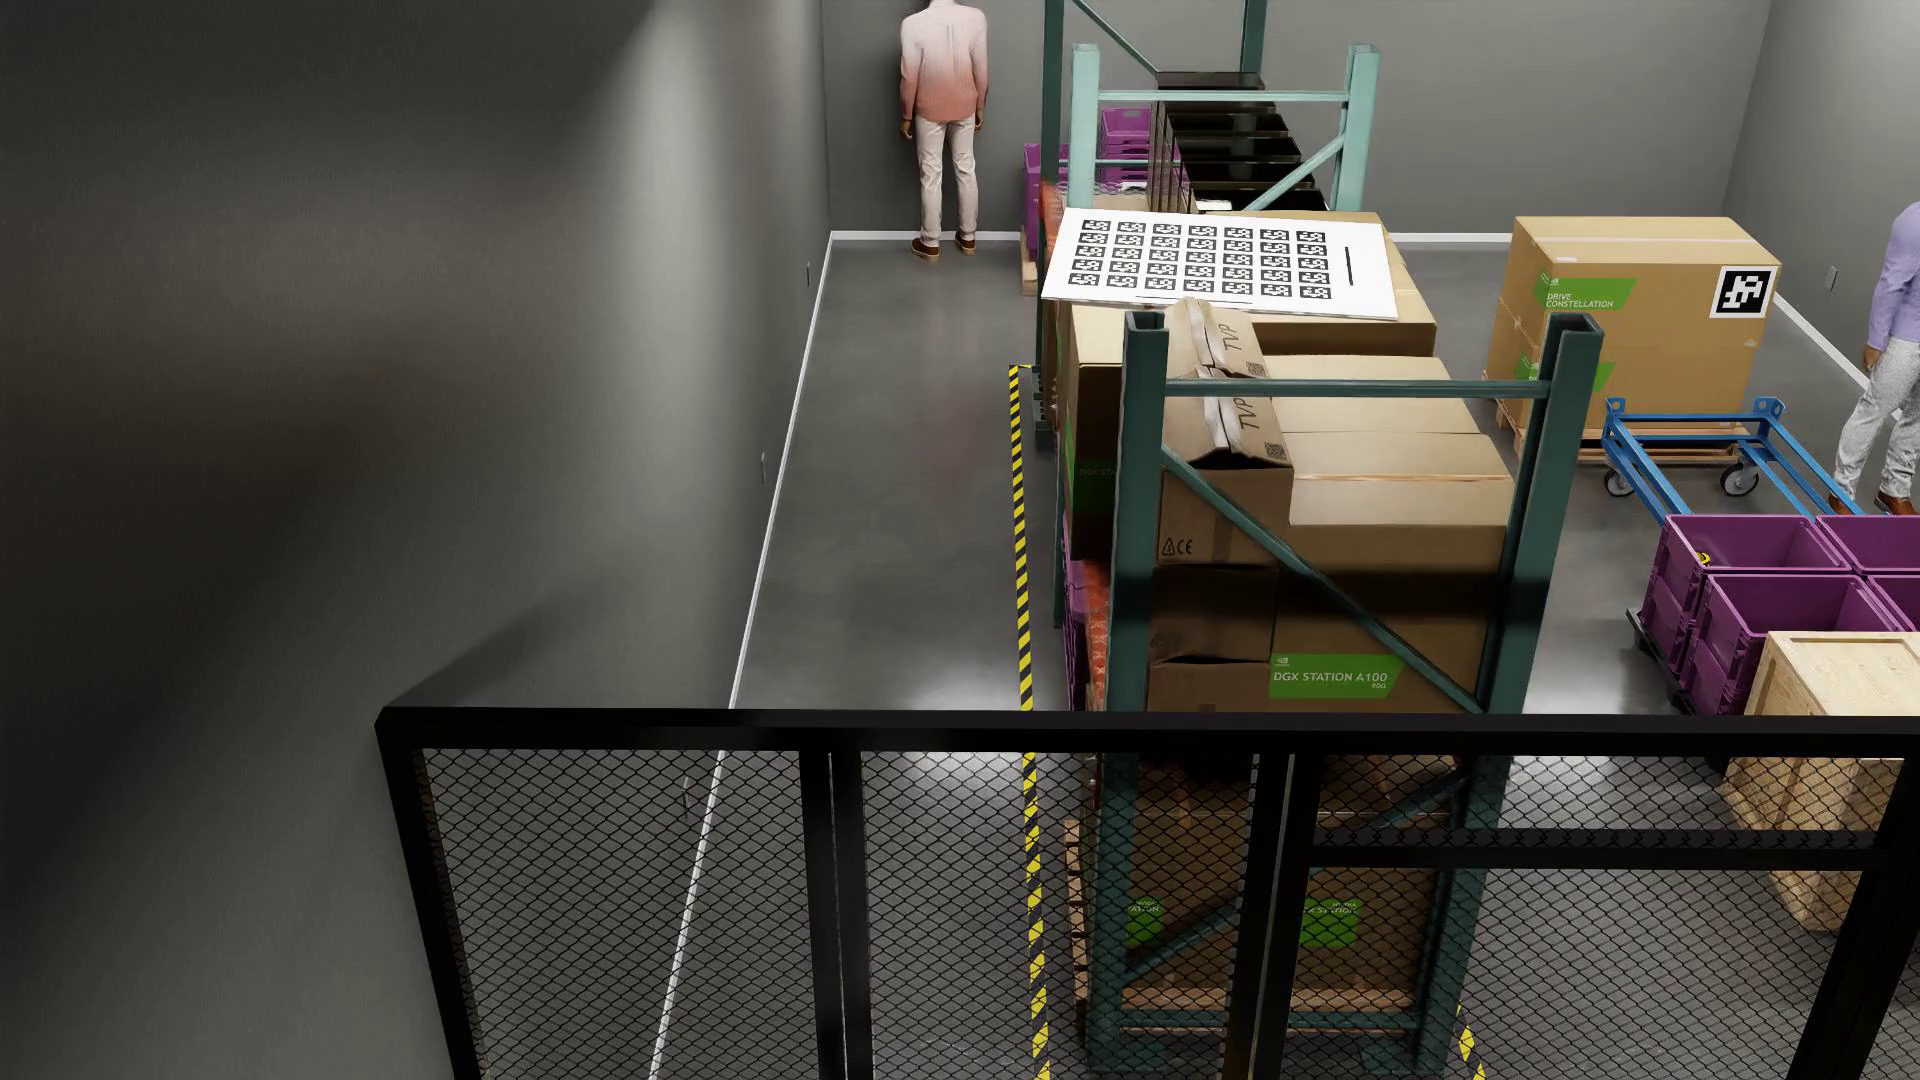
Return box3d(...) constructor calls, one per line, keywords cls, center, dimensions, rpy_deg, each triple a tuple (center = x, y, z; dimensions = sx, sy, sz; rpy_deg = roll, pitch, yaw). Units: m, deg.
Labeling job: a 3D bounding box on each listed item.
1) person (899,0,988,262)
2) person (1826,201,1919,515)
box3d(cls="person", center=(-0.111, -2.811, 10.831), dimensions=(0.609, 1.996, 0.379), rpy_deg=(-12, 33, -19))
box3d(cls="person", center=(4.546, -0.943, 7.782), dimensions=(0.629, 1.939, 0.374), rpy_deg=(0, 31, 0))
